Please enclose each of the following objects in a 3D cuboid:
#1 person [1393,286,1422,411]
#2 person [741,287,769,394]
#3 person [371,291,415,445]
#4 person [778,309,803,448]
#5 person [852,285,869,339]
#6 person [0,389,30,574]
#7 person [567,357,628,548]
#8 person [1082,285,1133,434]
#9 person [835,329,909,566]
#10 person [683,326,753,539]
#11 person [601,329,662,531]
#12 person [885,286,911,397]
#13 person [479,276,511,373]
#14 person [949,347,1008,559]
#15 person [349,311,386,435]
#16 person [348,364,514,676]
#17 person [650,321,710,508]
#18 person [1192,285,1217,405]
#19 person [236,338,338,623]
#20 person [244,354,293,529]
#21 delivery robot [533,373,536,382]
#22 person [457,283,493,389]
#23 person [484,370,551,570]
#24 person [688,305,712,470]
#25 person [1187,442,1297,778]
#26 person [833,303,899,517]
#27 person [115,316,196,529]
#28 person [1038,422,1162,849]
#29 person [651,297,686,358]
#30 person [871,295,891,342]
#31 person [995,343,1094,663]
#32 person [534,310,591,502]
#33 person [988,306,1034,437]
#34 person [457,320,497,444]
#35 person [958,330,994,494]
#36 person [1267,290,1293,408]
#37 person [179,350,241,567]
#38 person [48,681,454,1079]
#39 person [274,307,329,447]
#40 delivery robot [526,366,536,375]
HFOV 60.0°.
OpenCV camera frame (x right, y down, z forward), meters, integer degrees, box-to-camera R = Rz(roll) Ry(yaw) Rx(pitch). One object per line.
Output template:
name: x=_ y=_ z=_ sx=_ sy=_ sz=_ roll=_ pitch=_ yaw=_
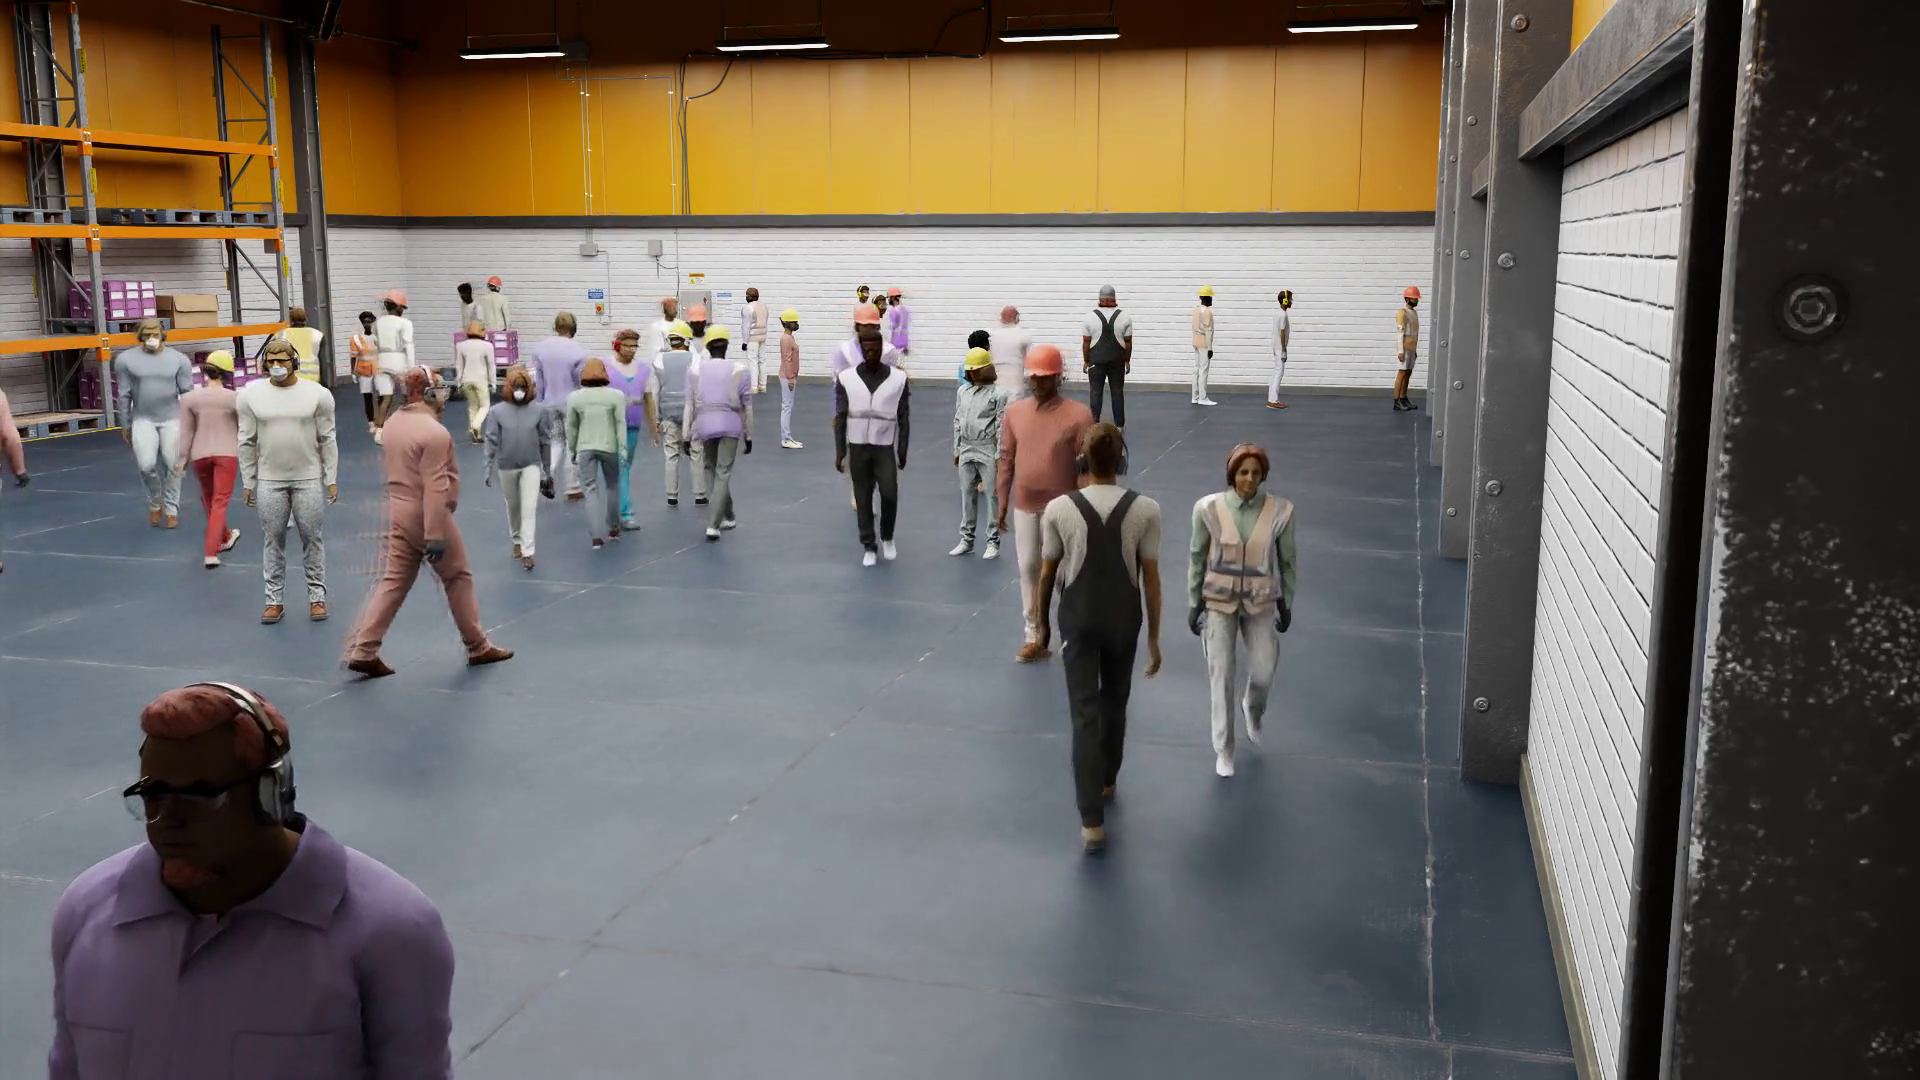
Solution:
person: x=7.008 y=-2.986 z=25.950 sx=0.369 sy=1.935 sz=0.552 roll=8 pitch=13 yaw=38
person: x=-3.589 y=-3.463 z=28.925 sx=0.430 sy=1.845 sz=0.622 roll=6 pitch=12 yaw=31
person: x=-7.314 y=-2.217 z=21.495 sx=0.639 sy=1.986 sz=0.958 roll=2 pitch=10 yaw=12
person: x=-2.154 y=-2.048 z=21.127 sx=0.308 sy=1.769 sz=0.524 roll=-1 pitch=10 yaw=-5
person: x=-1.734 y=-3.573 z=29.489 sx=0.334 sy=1.864 sz=0.517 roll=1 pitch=10 yaw=4
person: x=-7.180 y=-0.500 z=12.116 sx=0.646 sy=1.854 sz=1.004 roll=-1 pitch=10 yaw=-5
person: x=-3.100 y=-0.761 z=14.278 sx=0.517 sy=1.599 sz=0.755 roll=-1 pitch=10 yaw=-6
person: x=2.002 y=-2.470 z=22.736 sx=0.688 sy=2.000 sz=0.539 roll=0 pitch=10 yaw=1
person: x=-0.704 y=-0.737 z=13.322 sx=0.594 sy=1.899 sz=0.444 roll=0 pitch=10 yaw=-2
person: x=-2.135 y=-0.953 z=14.690 sx=0.601 sy=1.856 sz=0.989 roll=1 pitch=10 yaw=7
person: x=-2.977 y=-0.984 z=14.978 sx=0.595 sy=1.804 sz=0.847 roll=-10 pitch=14 yaw=-43
person: x=-1.044 y=-3.165 z=27.044 sx=0.417 sy=1.917 sz=0.553 roll=2 pitch=10 yaw=13
person: x=-8.747 y=-3.971 z=31.373 sx=0.622 sy=1.990 sz=0.398 roll=2 pitch=10 yaw=13
person: x=0.149 y=-0.710 z=13.639 sx=0.484 sy=1.736 sz=0.305 roll=6 pitch=12 yaw=30
person: x=-7.969 y=-2.250 z=22.505 sx=0.551 sy=1.675 sz=0.515 roll=-3 pitch=10 yaw=-16
person: x=-3.221 y=-0.112 z=9.909 sx=0.676 sy=1.866 sz=0.986 roll=9 pitch=14 yaw=43
person: x=-2.712 y=-1.217 z=16.258 sx=0.586 sy=1.824 sz=0.404 roll=0 pitch=10 yaw=0
person: x=3.936 y=-3.138 z=26.833 sx=0.359 sy=1.930 sz=0.588 roll=-3 pitch=10 yaw=-15
person: x=-4.555 y=-0.401 z=11.311 sx=0.632 sy=1.938 sz=0.359 roll=-3 pitch=10 yaw=-16
person: x=-6.258 y=-0.925 z=15.244 sx=0.525 sy=1.592 sz=0.857 roll=-3 pitch=11 yaw=-18
delivery robot: x=-6.843 y=-2.726 z=28.125 sx=0.707 sy=0.478 sz=0.477 roll=0 pitch=10 yaw=3
person: x=-8.705 y=-3.580 z=29.419 sx=0.675 sy=1.897 sz=1.003 roll=8 pitch=13 yaw=37
person: x=-3.548 y=-0.582 z=13.359 sx=0.524 sy=1.577 sz=0.906 roll=-3 pitch=10 yaw=-14
person: x=-3.043 y=-1.801 z=19.401 sx=0.560 sy=1.894 sz=0.991 roll=-1 pitch=10 yaw=-8
person: x=1.362 y=0.323 z=8.112 sx=0.527 sy=1.628 sz=0.457 roll=1 pitch=10 yaw=5
person: x=-0.875 y=-1.217 z=15.671 sx=0.637 sy=2.026 sz=0.421 roll=-2 pitch=10 yaw=-12
person: x=-7.220 y=-1.046 z=14.991 sx=0.648 sy=1.924 sz=0.443 roll=-5 pitch=11 yaw=-25
person: x=0.605 y=0.380 z=7.302 sx=0.529 sy=1.793 sz=0.958 roll=0 pitch=10 yaw=2
person: x=-3.859 y=-2.326 z=22.397 sx=0.453 sy=1.868 sz=0.614 roll=8 pitch=13 yaw=40
person: x=-1.139 y=-2.548 z=23.661 sx=0.328 sy=1.872 sz=0.512 roll=8 pitch=13 yaw=39
person: x=0.534 y=-0.227 z=10.237 sx=0.617 sy=1.978 sz=0.513 roll=5 pitch=11 yaw=28
person: x=-3.933 y=-1.313 z=16.511 sx=0.650 sy=1.928 sz=0.511 roll=4 pitch=11 yaw=21
person: x=0.614 y=-1.864 z=19.867 sx=0.649 sy=1.848 sz=1.032 roll=7 pitch=12 yaw=33
person: x=-6.237 y=-2.014 z=21.367 sx=0.541 sy=1.610 sz=0.516 roll=2 pitch=10 yaw=9
person: x=0.183 y=-1.323 z=17.214 sx=0.317 sy=1.695 sz=0.540 roll=-6 pitch=12 yaw=-32
person: x=5.072 y=-3.006 z=26.283 sx=0.332 sy=1.864 sz=0.508 roll=0 pitch=10 yaw=0
person: x=-5.985 y=-0.671 z=13.463 sx=0.562 sy=1.703 sz=0.936 roll=-1 pitch=10 yaw=-3
person: x=-1.117 y=1.151 z=2.611 sx=0.638 sy=1.911 sz=0.402 roll=1 pitch=10 yaw=3
person: x=-8.235 y=-2.005 z=20.811 sx=0.634 sy=1.809 sz=0.914 roll=-4 pitch=11 yaw=-22
delivery robot: x=-7.260 y=-2.826 z=28.691 sx=0.477 sy=0.478 sz=0.707 roll=5 pitch=11 yaw=28
